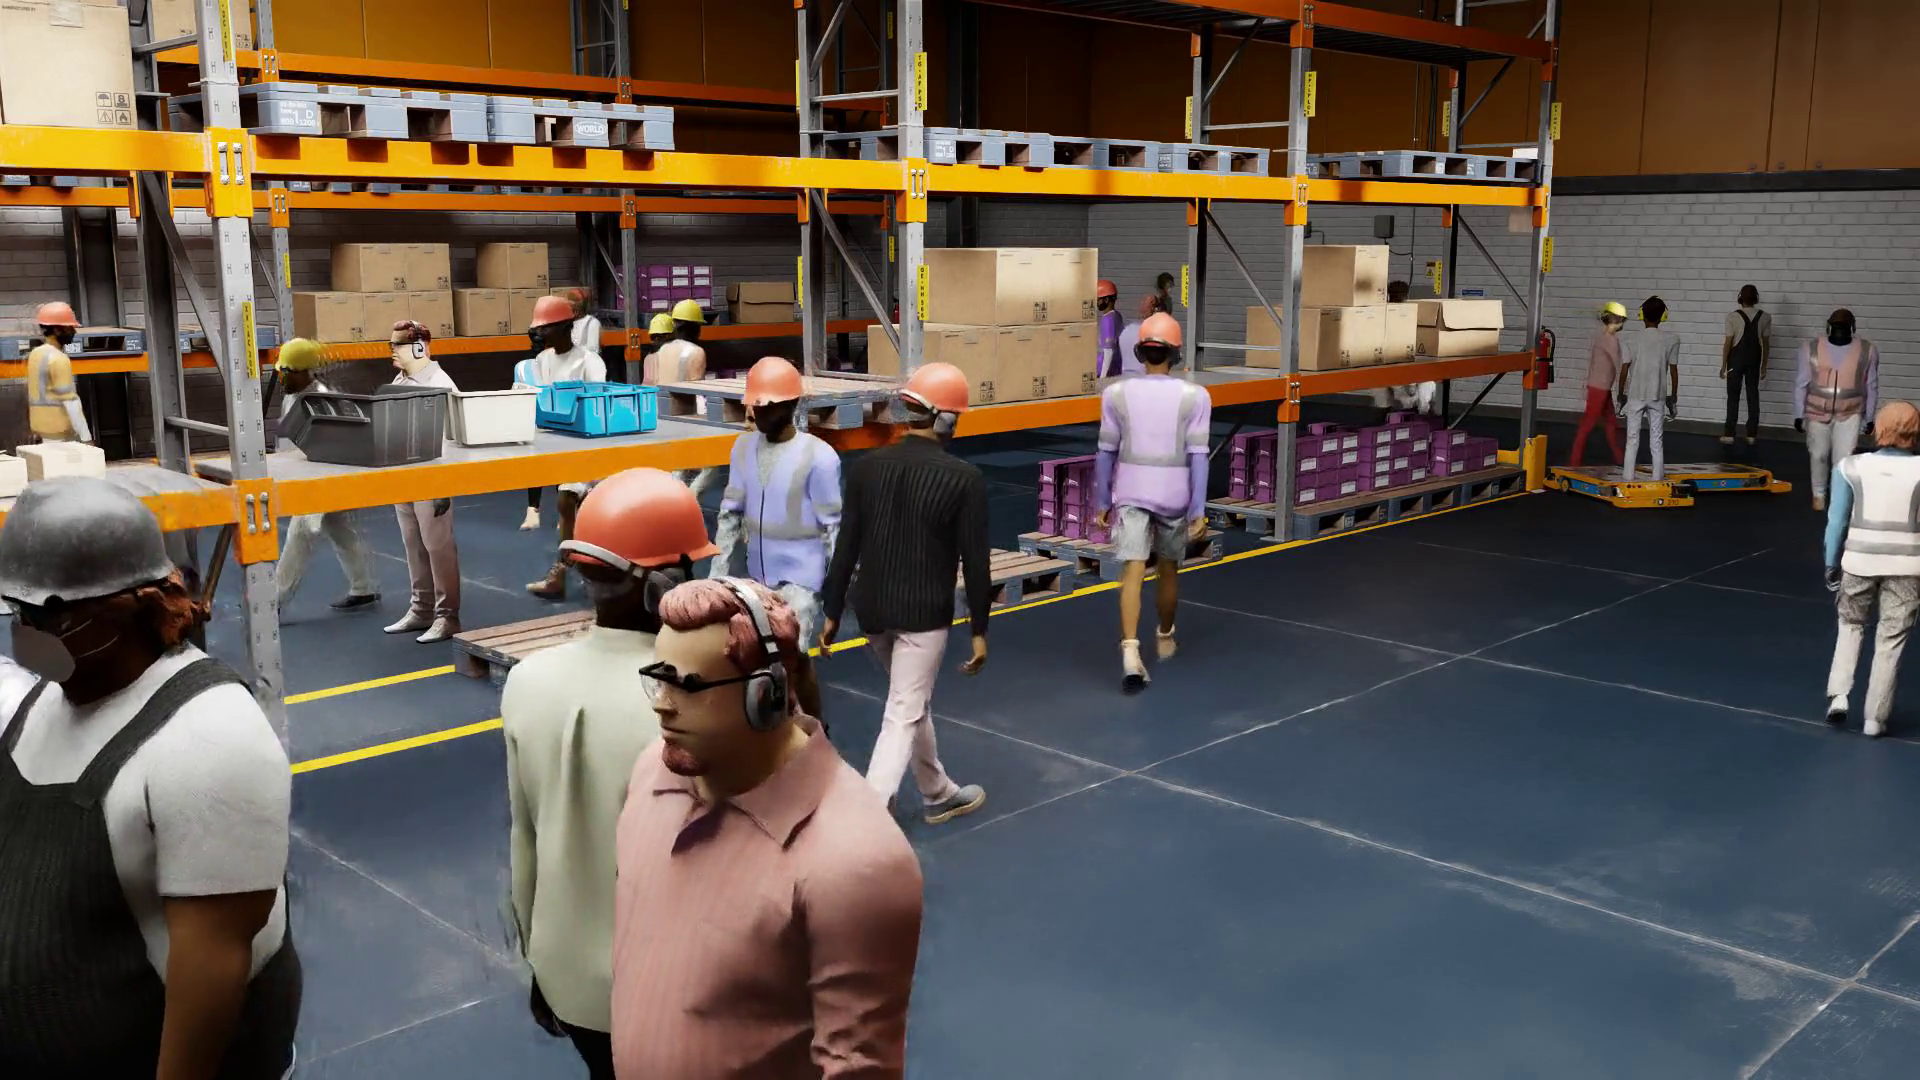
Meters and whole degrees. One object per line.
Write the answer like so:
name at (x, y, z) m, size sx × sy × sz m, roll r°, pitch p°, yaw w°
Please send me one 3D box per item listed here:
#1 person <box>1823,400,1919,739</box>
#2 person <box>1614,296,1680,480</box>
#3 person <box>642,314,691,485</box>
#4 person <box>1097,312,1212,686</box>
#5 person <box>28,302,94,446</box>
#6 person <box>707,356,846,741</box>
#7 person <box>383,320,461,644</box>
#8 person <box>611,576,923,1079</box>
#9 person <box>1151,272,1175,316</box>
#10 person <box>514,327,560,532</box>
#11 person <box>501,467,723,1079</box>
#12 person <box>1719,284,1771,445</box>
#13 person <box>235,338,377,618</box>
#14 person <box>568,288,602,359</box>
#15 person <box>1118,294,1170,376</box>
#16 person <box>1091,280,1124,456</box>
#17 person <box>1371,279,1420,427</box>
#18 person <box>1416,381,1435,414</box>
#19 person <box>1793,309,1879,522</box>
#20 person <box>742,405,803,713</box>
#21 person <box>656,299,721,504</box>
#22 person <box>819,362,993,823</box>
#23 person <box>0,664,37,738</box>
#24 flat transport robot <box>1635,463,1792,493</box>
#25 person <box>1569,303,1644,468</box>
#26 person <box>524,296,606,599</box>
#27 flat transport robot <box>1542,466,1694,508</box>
person at (4.440, 0.146, 7.981) m, size 0.526 × 1.626 × 0.380 m, roll 8°, pitch 13°, yaw 37°
person at (6.147, -1.244, 14.895) m, size 0.531 × 1.870 × 0.317 m, roll 3°, pitch 11°, yaw 15°
person at (-2.423, -0.970, 13.686) m, size 0.533 × 1.768 × 0.312 m, roll 7°, pitch 12°, yaw 33°
person at (1.040, -0.230, 9.042) m, size 0.619 × 2.003 × 1.052 m, roll 2°, pitch 11°, yaw 13°
person at (-6.693, -0.837, 12.578) m, size 0.873 × 1.900 × 0.567 m, roll -10°, pitch 14°, yaw -42°
person at (-0.828, 0.168, 7.140) m, size 0.570 × 1.891 × 0.957 m, roll 8°, pitch 13°, yaw 37°
person at (-3.224, -0.346, 9.896) m, size 0.638 × 1.910 × 0.407 m, roll 10°, pitch 14°, yaw 43°
person at (-0.358, 0.987, 2.644) m, size 0.670 × 1.894 × 0.432 m, roll 10°, pitch 14°, yaw 43°
person at (2.645, -2.714, 22.795) m, size 0.603 × 1.913 × 0.666 m, roll 5°, pitch 11°, yaw 24°
person at (-3.380, -0.911, 13.549) m, size 0.531 × 1.698 × 0.320 m, roll 1°, pitch 10°, yaw 5°
person at (-0.659, 0.849, 3.204) m, size 0.625 × 1.976 × 0.673 m, roll 7°, pitch 12°, yaw 32°
person at (9.043, -2.017, 19.178) m, size 0.516 × 1.842 × 0.328 m, roll 1°, pitch 10°, yaw 6°
person at (-4.095, -0.365, 10.341) m, size 0.898 × 1.768 × 0.618 m, roll -7°, pitch 12°, yaw -32°
person at (-4.078, -1.753, 17.756) m, size 0.608 × 1.831 × 0.966 m, roll 10°, pitch 14°, yaw 44°
person at (1.763, -1.285, 15.128) m, size 0.890 × 1.872 × 0.668 m, roll -8°, pitch 13°, yaw -37°
person at (1.562, -1.804, 17.780) m, size 0.364 × 1.933 × 0.543 m, roll 2°, pitch 11°, yaw 11°
person at (4.474, -1.700, 17.152) m, size 0.452 × 1.949 × 0.631 m, roll -7°, pitch 13°, yaw -35°
person at (4.986, -1.733, 17.983) m, size 0.382 × 1.718 × 0.484 m, roll 6°, pitch 12°, yaw 28°
person at (7.492, -1.088, 14.267) m, size 0.640 × 1.797 × 0.963 m, roll 6°, pitch 12°, yaw 29°
person at (-0.932, 0.081, 8.306) m, size 0.311 × 1.636 × 0.521 m, roll -7°, pitch 12°, yaw -32°
person at (-2.111, -0.903, 12.900) m, size 0.421 × 1.909 × 0.601 m, roll -9°, pitch 14°, yaw -42°
person at (-0.212, 0.286, 6.425) m, size 0.686 × 1.929 × 1.029 m, roll 7°, pitch 12°, yaw 33°
person at (-1.980, 0.842, 3.449) m, size 0.595 × 1.904 × 0.811 m, roll 6°, pitch 12°, yaw 29°
flat transport robot at (6.973, -0.580, 15.636) m, size 1.431 × 0.197 × 0.652 m, roll -2°, pitch 11°, yaw -9°
person at (6.549, -1.503, 16.680) m, size 0.837 × 1.717 × 0.548 m, roll 2°, pitch 11°, yaw 11°
person at (-2.675, -0.614, 11.091) m, size 0.616 × 1.996 × 0.957 m, roll 9°, pitch 14°, yaw 41°
flat transport robot at (5.996, -0.502, 15.209) m, size 0.652 × 0.197 × 1.431 m, roll -2°, pitch 11°, yaw -10°
